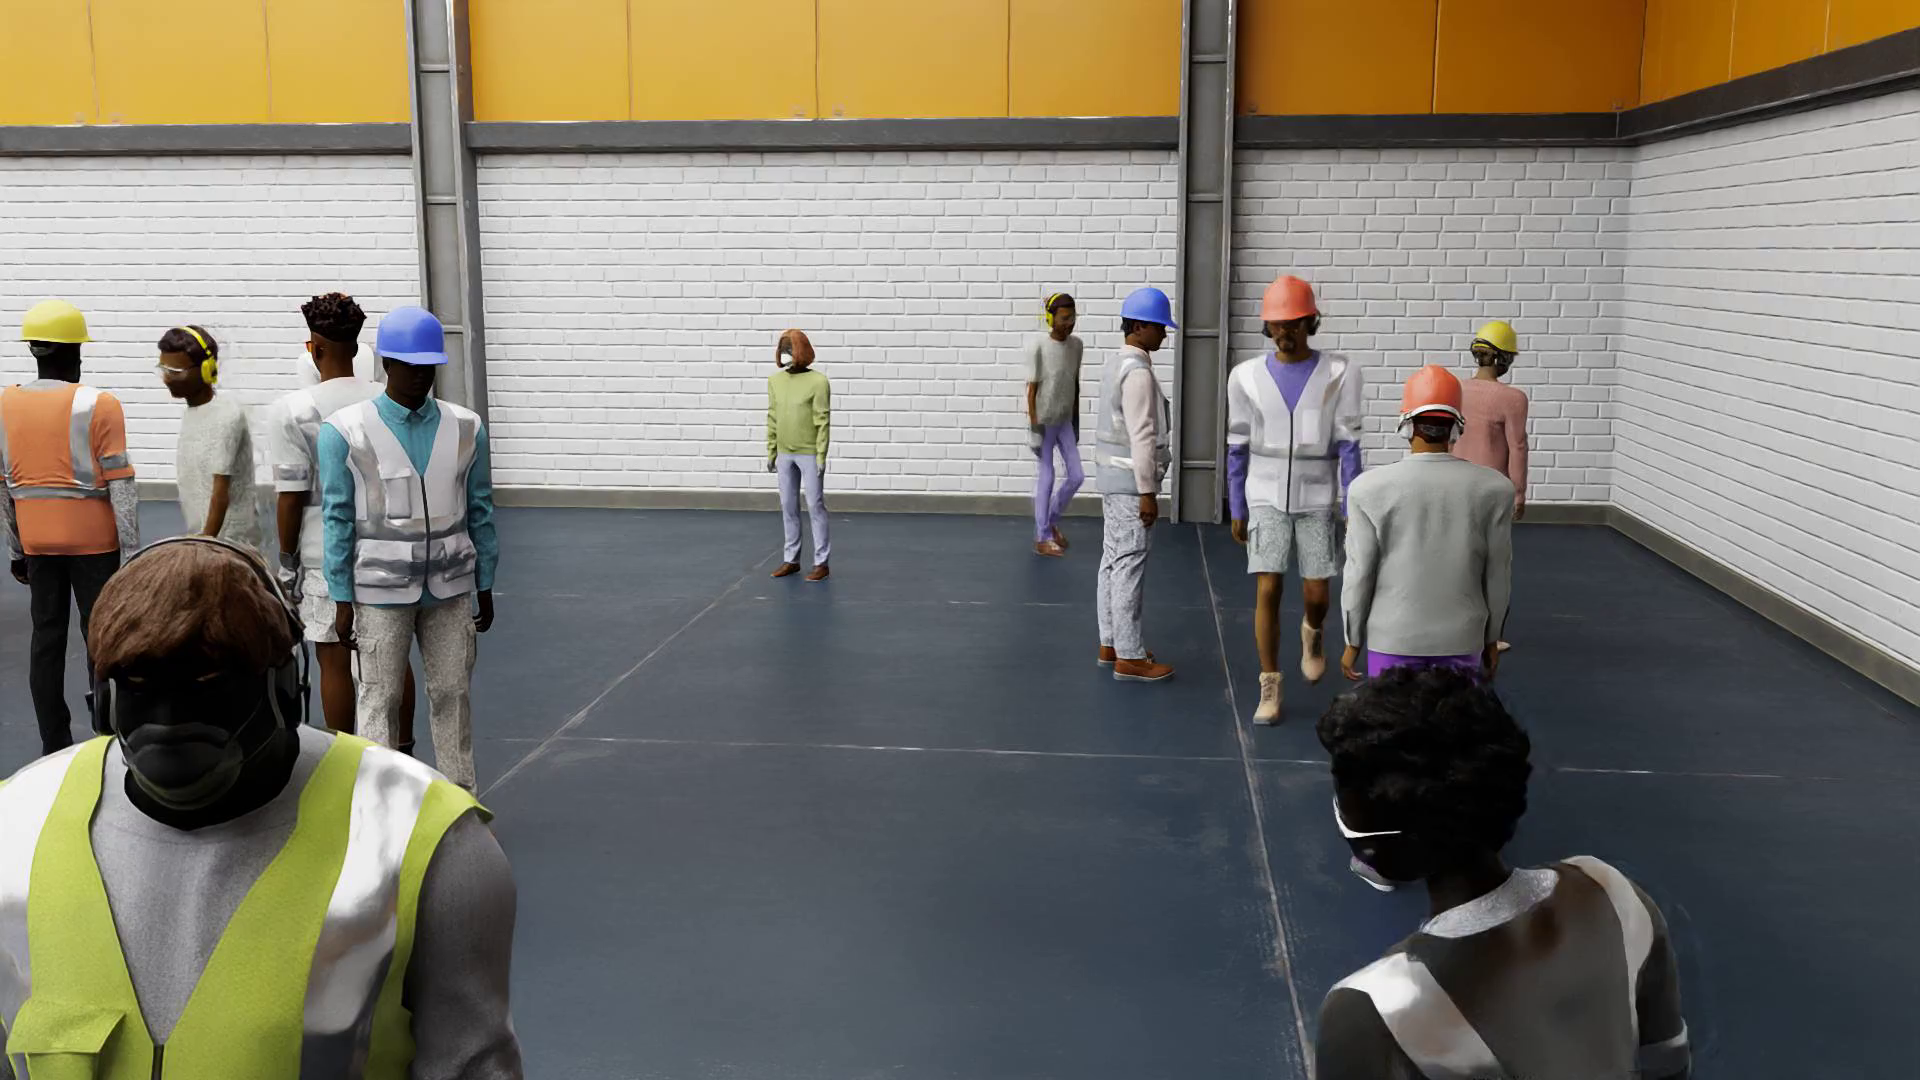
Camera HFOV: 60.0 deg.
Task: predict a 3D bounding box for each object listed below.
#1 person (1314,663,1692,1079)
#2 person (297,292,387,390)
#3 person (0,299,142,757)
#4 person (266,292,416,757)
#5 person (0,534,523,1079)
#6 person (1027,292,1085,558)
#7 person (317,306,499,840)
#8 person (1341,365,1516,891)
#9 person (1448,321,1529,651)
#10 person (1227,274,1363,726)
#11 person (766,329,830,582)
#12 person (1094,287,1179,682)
[{"bbox_3d":[0.637,0.947,2.066,0.586,1.651,0.645,-8,13,-38],"label":"person"},{"bbox_3d":[-3.570,-0.489,9.668,0.356,1.883,0.573,7,12,34],"label":"person"},{"bbox_3d":[-3.606,-0.003,6.753,0.587,1.928,0.363,0,10,2],"label":"person"},{"bbox_3d":[-2.364,0.034,6.433,0.367,1.966,0.607,8,13,40],"label":"person"},{"bbox_3d":[-0.824,0.891,1.952,0.641,1.833,0.431,0,10,0],"label":"person"},{"bbox_3d":[0.671,-0.784,11.489,0.542,1.838,0.433,-7,12,-36],"label":"person"},{"bbox_3d":[-1.894,0.162,5.786,0.605,1.939,0.415,-8,13,-38],"label":"person"},{"bbox_3d":[1.533,0.302,5.523,0.559,1.745,0.333,0,10,-1],"label":"person"},{"bbox_3d":[2.770,-0.276,8.815,0.344,1.756,0.532,-8,13,-38],"label":"person"},{"bbox_3d":[1.523,-0.196,7.595,0.618,2.021,0.689,3,10,17],"label":"person"},{"bbox_3d":[-1.041,-0.543,10.714,0.495,1.625,0.279,6,12,31],"label":"person"},{"bbox_3d":[0.869,-0.276,8.281,0.402,1.940,0.602,-1,10,-8],"label":"person"}]
